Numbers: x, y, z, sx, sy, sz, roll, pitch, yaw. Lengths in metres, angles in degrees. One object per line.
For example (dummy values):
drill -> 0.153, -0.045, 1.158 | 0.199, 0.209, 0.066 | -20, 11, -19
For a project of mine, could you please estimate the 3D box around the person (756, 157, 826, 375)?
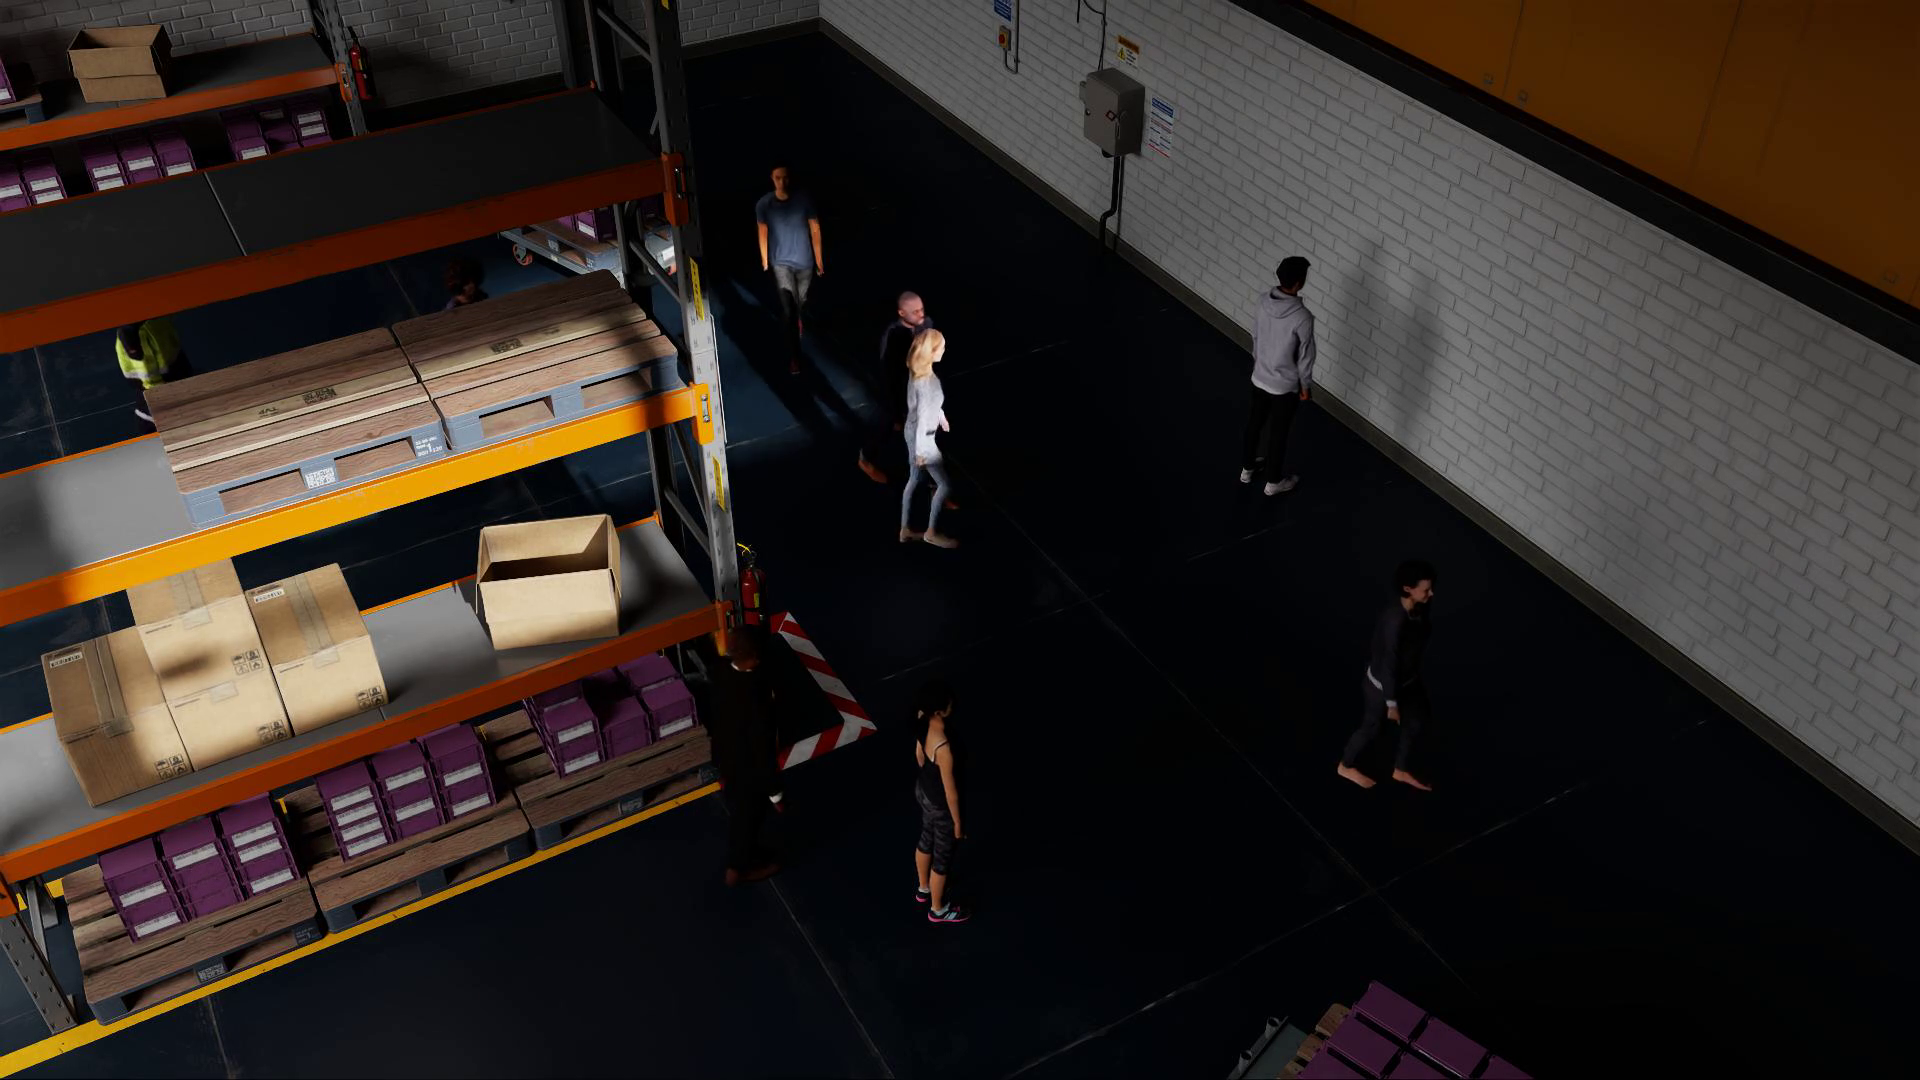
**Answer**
person -> -1.386, -2.347, 13.704 | 1.179, 1.769, 0.950 | -7, 39, -9

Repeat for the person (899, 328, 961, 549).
person -> -0.345, -0.686, 11.621 | 0.770, 1.773, 0.721 | -4, 39, -6

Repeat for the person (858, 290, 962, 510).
person -> -0.475, -1.066, 12.100 | 1.013, 1.770, 1.245 | 29, 47, 31

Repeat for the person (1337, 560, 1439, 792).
person -> 2.467, 0.790, 9.793 | 0.880, 1.748, 0.861 | 22, 44, 26

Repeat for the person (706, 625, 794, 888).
person -> -1.251, 1.255, 9.107 | 0.642, 1.878, 0.744 | -19, 42, -22

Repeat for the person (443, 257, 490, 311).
person -> -3.681, -1.350, 12.519 | 0.875, 1.690, 1.048 | 27, 46, 29

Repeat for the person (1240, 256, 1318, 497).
person -> 2.316, -1.203, 12.143 | 0.680, 1.930, 0.739 | -31, 48, -32

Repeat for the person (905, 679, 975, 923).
person -> -0.120, 1.411, 9.030 | 0.565, 1.729, 0.595 | -15, 41, -18
